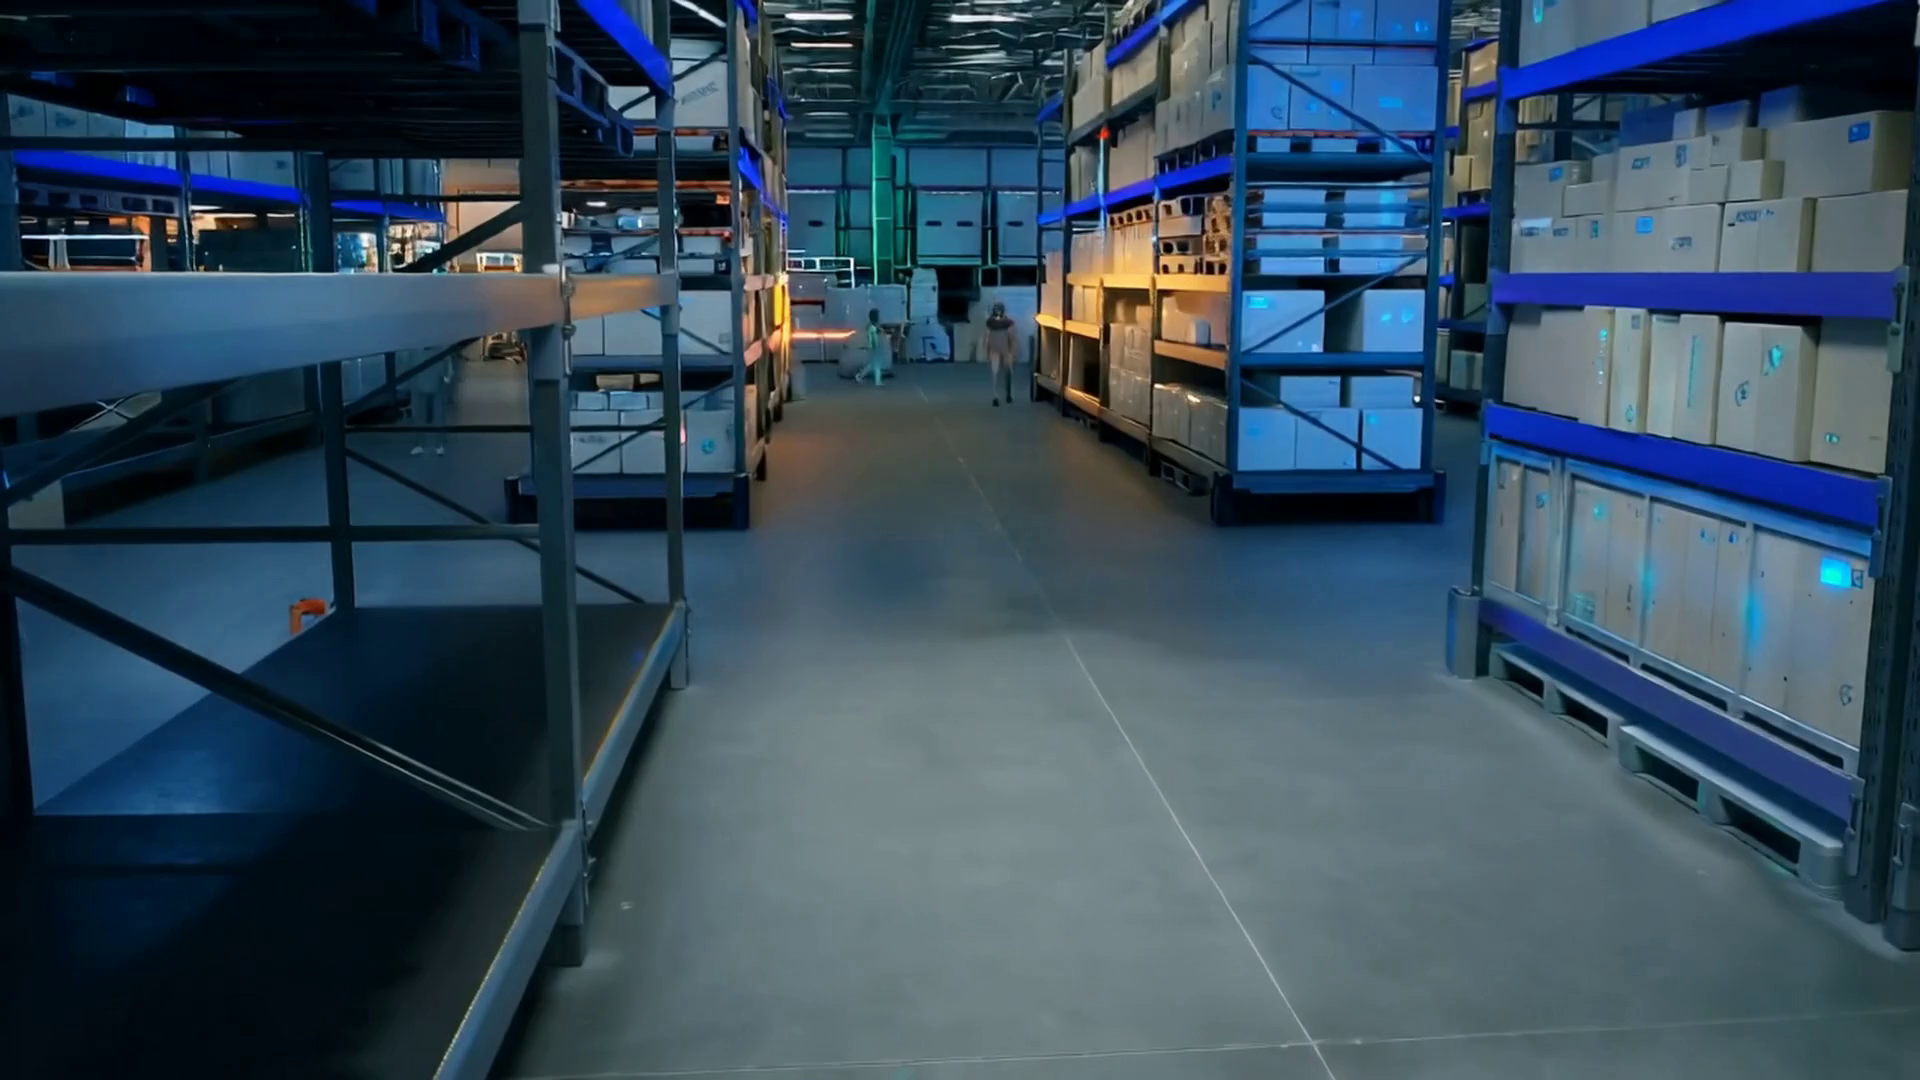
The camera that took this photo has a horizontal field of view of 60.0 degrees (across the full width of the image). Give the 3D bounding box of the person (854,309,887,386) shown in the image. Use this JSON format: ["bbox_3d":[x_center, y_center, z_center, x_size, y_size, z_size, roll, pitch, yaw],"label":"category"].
[{"bbox_3d":[-1.936,-4.154,35.947,0.640,1.677,0.543,1,9,6],"label":"person"}]

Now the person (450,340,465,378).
[{"bbox_3d":[-11.536,-4.558,37.898,0.560,1.891,1.007,-7,11,-36],"label":"person"}]

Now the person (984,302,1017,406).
[{"bbox_3d":[0.768,-3.463,30.933,0.624,1.914,0.895,1,9,7],"label":"person"}]

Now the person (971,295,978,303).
[{"bbox_3d":[0.629,-7.885,59.290,0.717,1.720,0.490,-3,9,-17],"label":"person"}]

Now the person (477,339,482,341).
[{"bbox_3d":[-17.627,-8.170,60.591,0.351,1.878,0.568,-4,10,-24],"label":"person"}]

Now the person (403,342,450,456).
[{"bbox_3d":[-7.131,-2.069,22.193,0.636,1.903,0.404,1,9,7],"label":"person"}]
